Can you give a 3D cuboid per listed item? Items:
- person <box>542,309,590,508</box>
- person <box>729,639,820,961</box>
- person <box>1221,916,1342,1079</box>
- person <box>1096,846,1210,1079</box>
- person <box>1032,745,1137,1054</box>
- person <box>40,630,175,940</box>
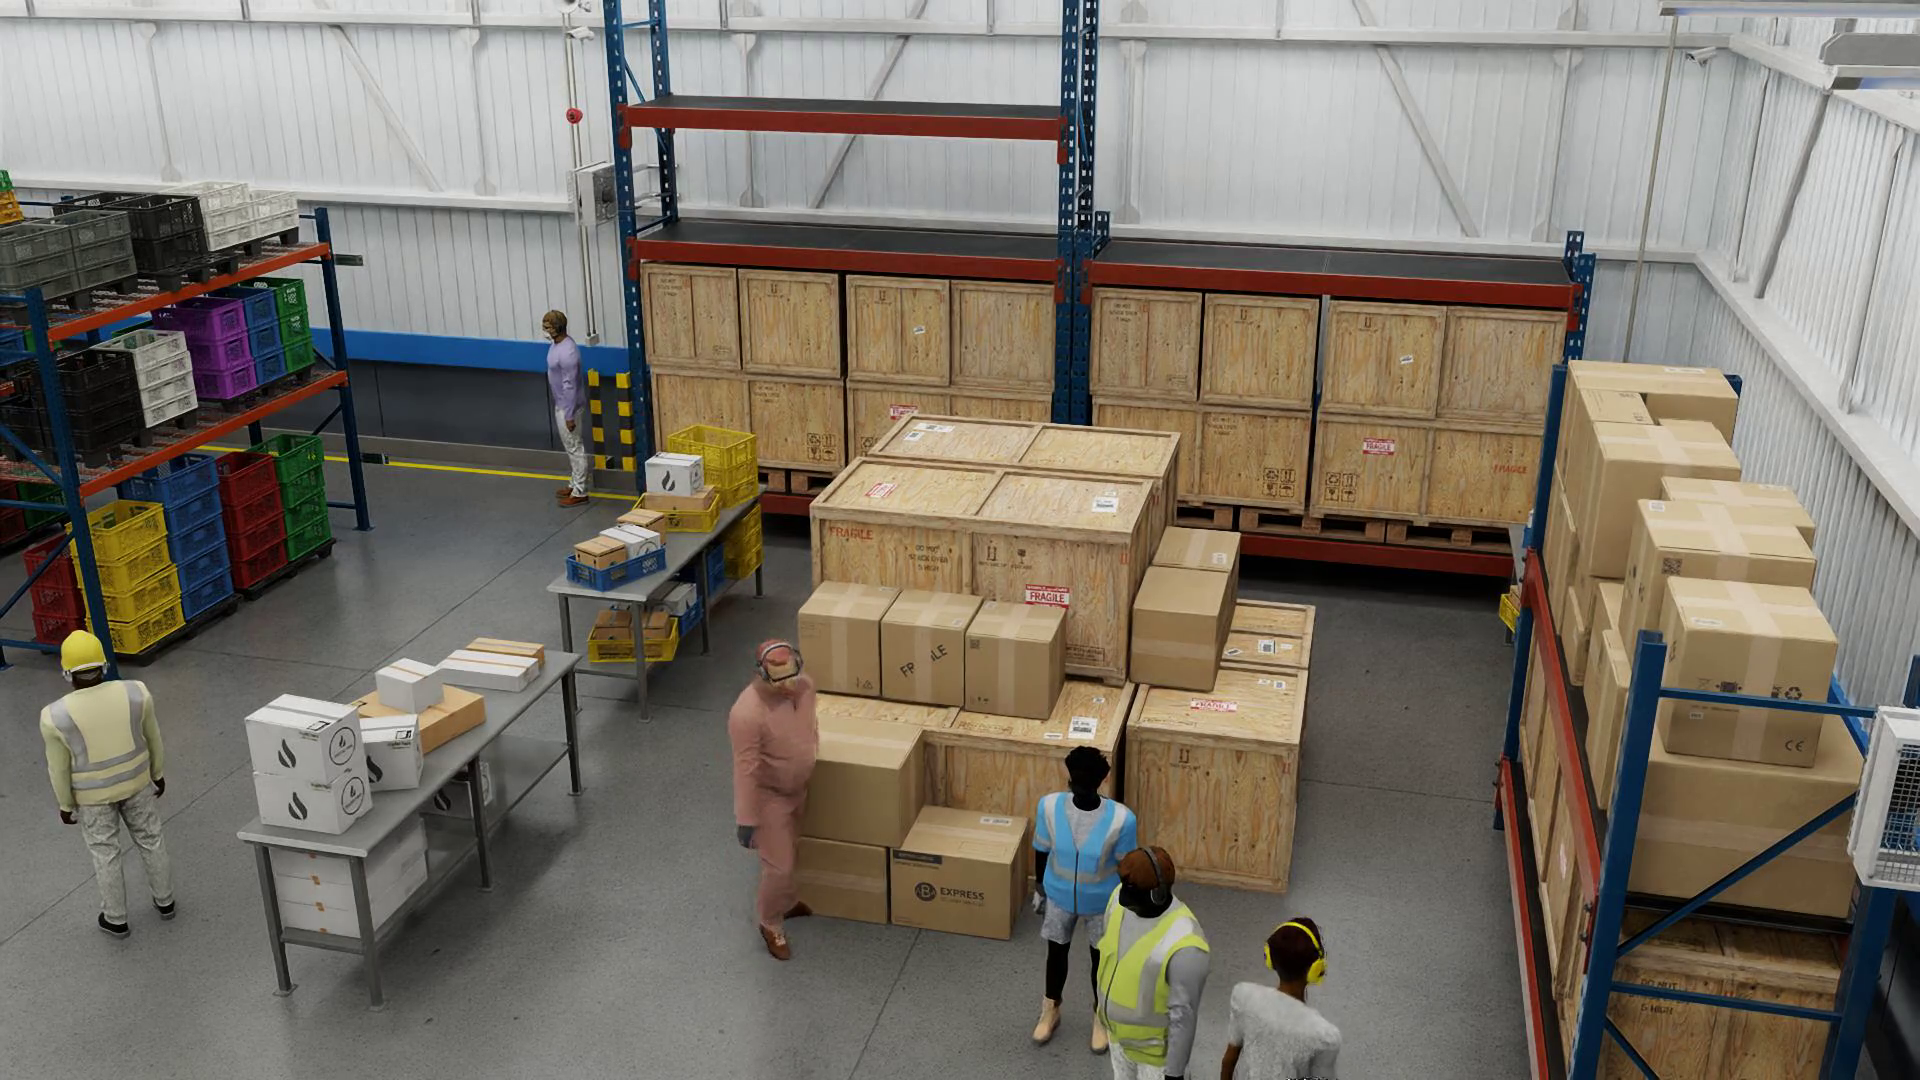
[{"bbox_3d":[-3.791,-1.278,16.049,0.374,1.933,0.625,-7,22,-18],"label":"person"},{"bbox_3d":[-0.999,1.396,9.120,0.453,1.877,0.746,11,24,27],"label":"person"},{"bbox_3d":[1.274,2.350,6.662,0.336,1.854,0.536,-18,27,-39],"label":"person"},{"bbox_3d":[0.800,2.142,7.240,0.431,1.836,0.619,-11,23,-26],"label":"person"},{"bbox_3d":[0.611,1.790,8.338,0.530,1.697,0.321,6,22,16],"label":"person"},{"bbox_3d":[-4.747,1.355,9.289,0.590,1.833,0.404,-19,28,-41],"label":"person"}]
